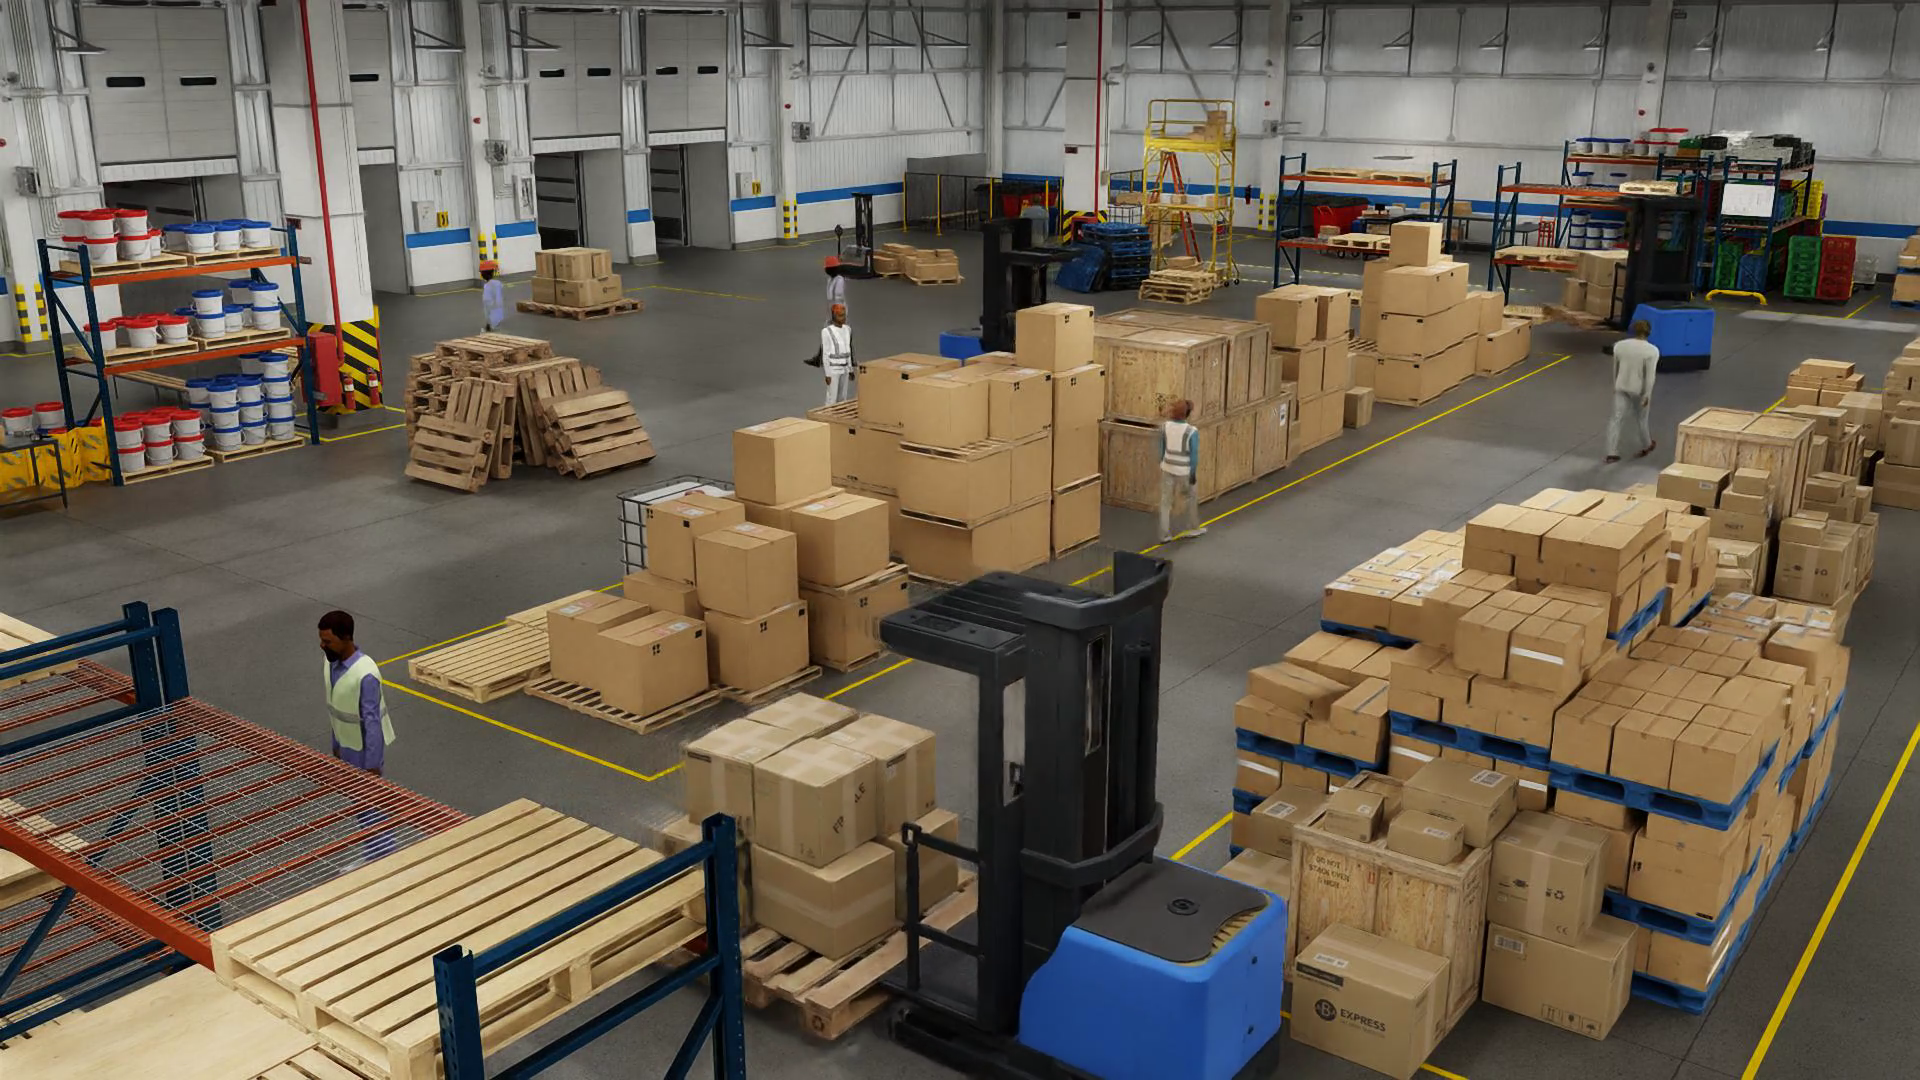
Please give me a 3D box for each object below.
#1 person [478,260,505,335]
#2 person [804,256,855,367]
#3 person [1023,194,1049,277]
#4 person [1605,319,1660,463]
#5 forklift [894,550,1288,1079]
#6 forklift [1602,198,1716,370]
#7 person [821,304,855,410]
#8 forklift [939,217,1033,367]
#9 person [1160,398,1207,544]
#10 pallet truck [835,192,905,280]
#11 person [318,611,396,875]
[{"bbox_3d":[-7.760,-3.686,27.606,0.423,1.919,0.567,2,17,7],"label":"person"},{"bbox_3d":[-2.200,-3.834,28.139,0.941,1.891,0.570,-9,19,-27],"label":"person"},{"bbox_3d":[1.779,-7.174,39.155,0.637,1.922,0.552,1,17,3],"label":"person"},{"bbox_3d":[8.948,-1.990,22.055,0.639,1.882,1.026,16,23,42],"label":"person"},{"bbox_3d":[0.718,1.506,8.789,1.873,2.768,1.129,12,21,35],"label":"forklift"},{"bbox_3d":[12.028,-4.398,28.339,1.129,2.768,1.873,-1,17,-3],"label":"forklift"},{"bbox_3d":[-1.697,-2.365,23.303,0.355,1.883,0.573,12,20,34],"label":"person"},{"bbox_3d":[0.690,-3.440,25.166,1.873,2.768,1.129,12,21,35],"label":"forklift"},{"bbox_3d":[2.482,-0.784,18.523,0.536,1.605,0.763,14,22,39],"label":"person"},{"bbox_3d":[-1.936,-7.159,38.982,1.885,1.965,0.823,-12,21,-34],"label":"pallet truck"},{"bbox_3d":[-3.949,1.358,10.940,0.406,1.910,0.590,-16,23,-42],"label":"person"}]
